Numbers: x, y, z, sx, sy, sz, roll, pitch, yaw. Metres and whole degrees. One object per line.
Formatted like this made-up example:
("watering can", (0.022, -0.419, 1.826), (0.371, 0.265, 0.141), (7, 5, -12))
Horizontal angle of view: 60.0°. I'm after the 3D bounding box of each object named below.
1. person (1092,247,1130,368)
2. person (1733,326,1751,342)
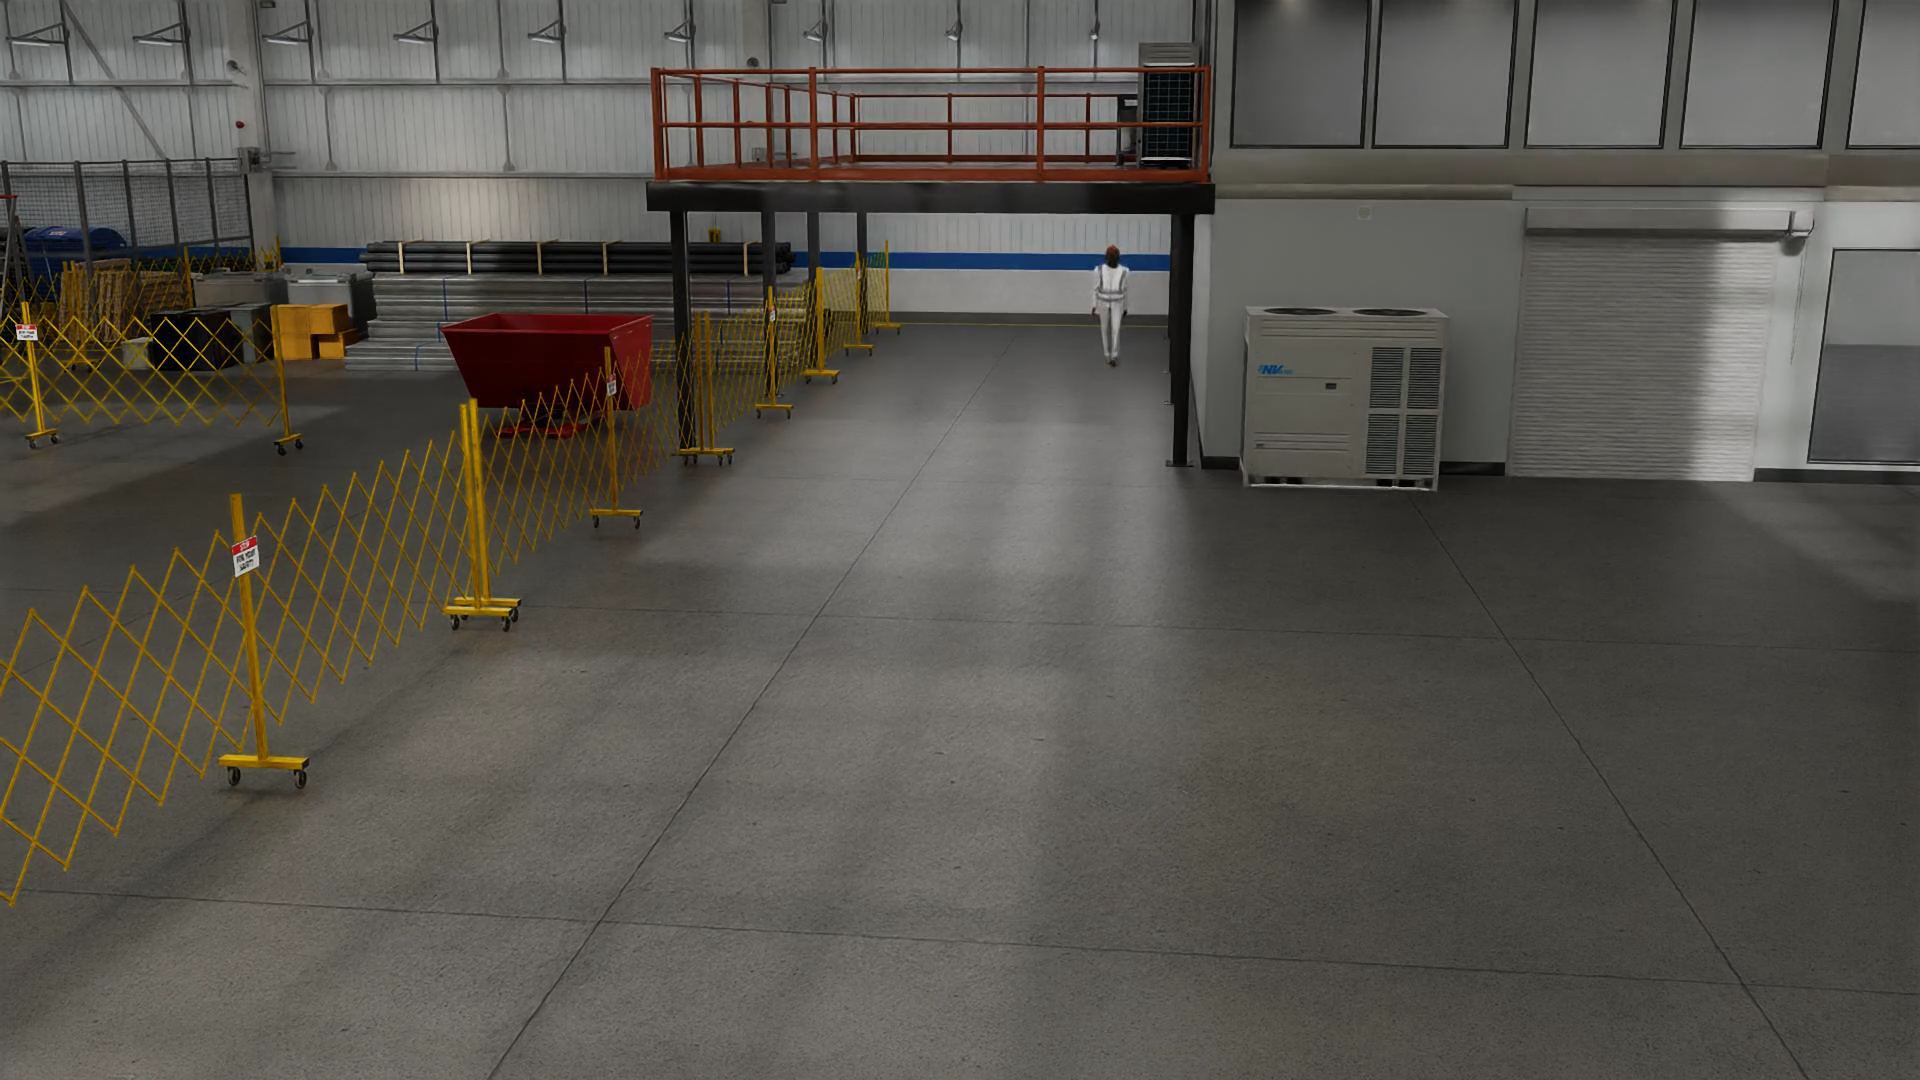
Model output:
("person", (2.333, -3.602, 25.713), (0.572, 1.826, 1.004), (2, 14, 7))
("person", (12.778, -3.971, 27.131), (0.512, 1.864, 0.330), (7, 15, 26))
